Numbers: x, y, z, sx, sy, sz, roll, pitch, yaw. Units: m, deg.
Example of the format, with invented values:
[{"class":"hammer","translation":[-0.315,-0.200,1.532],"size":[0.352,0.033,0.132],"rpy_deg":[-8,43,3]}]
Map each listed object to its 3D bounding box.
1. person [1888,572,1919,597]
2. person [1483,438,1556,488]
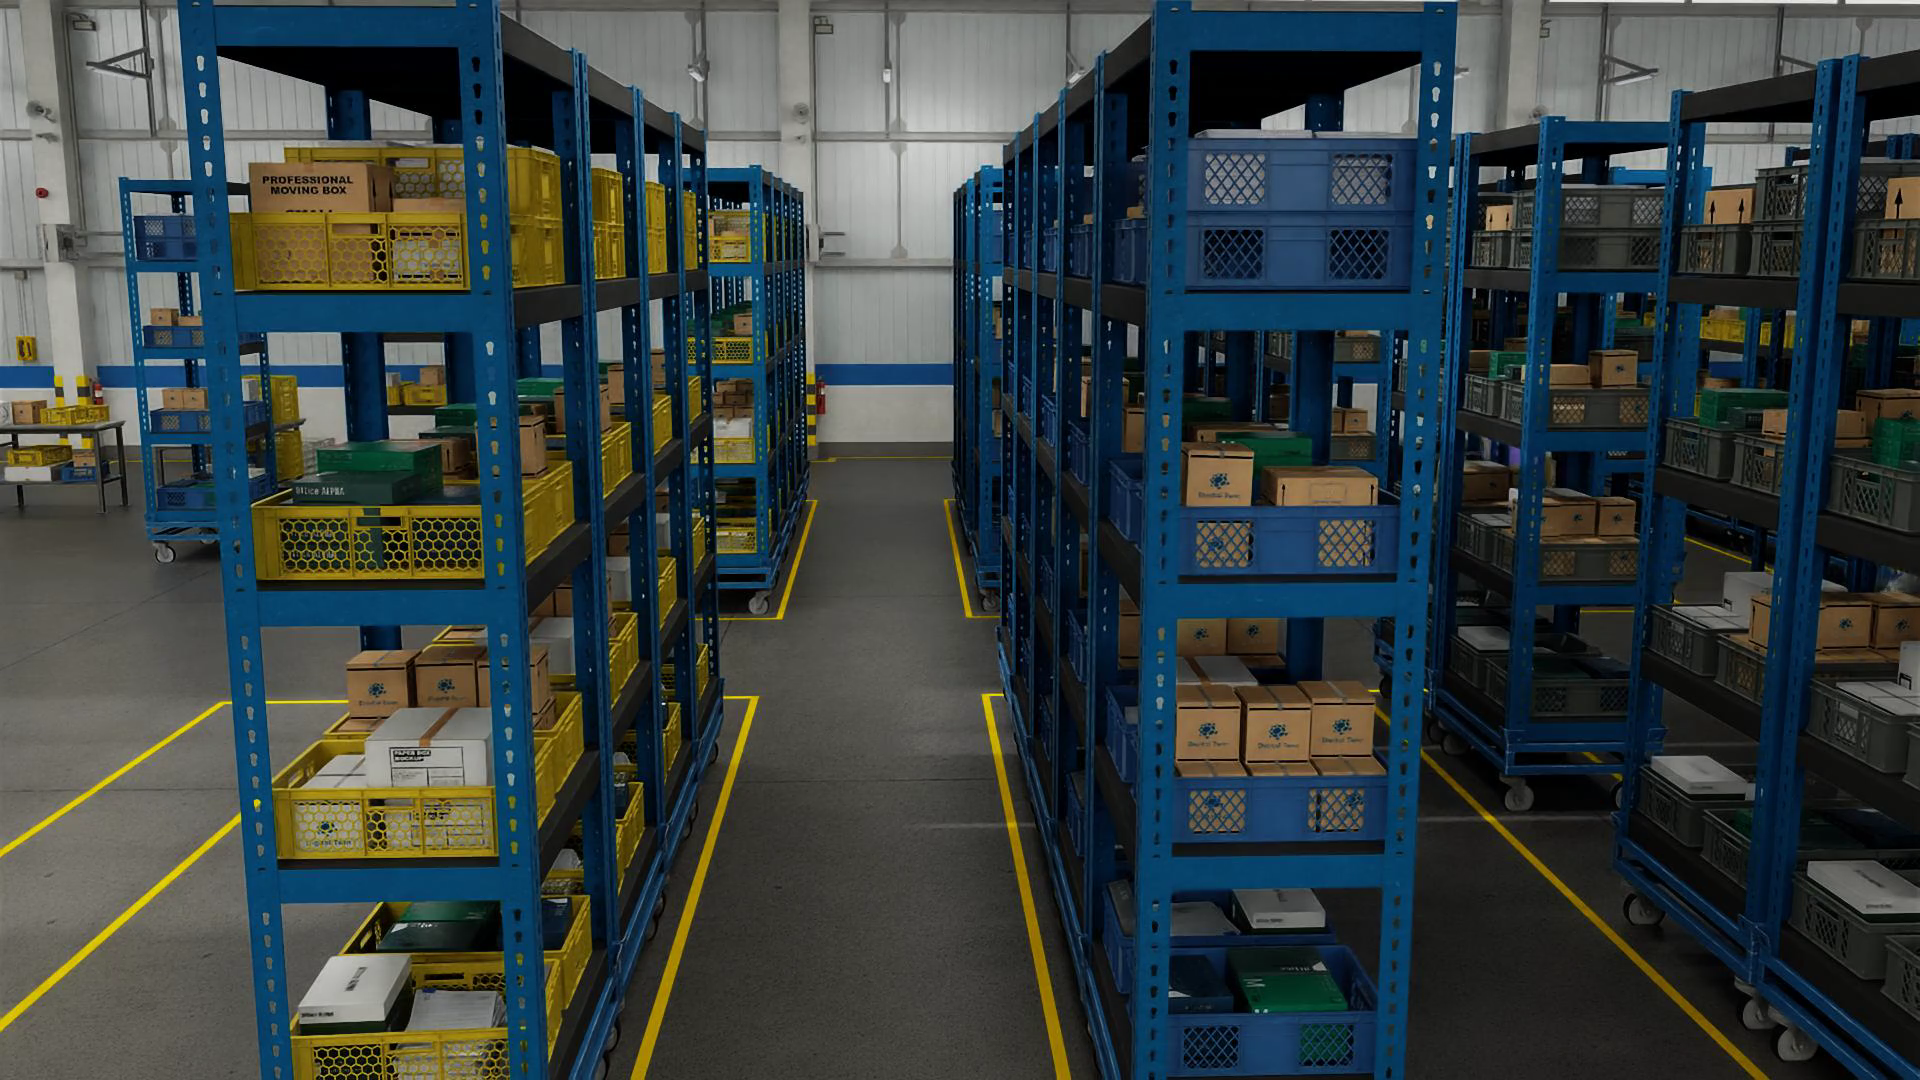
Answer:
[{"class":"person","translation":[7.113,-0.031,12.147],"size":[0.877,1.777,0.608],"rpy_deg":[4,11,21]},{"class":"person","translation":[4.588,-0.326,13.647],"size":[0.570,1.825,0.521],"rpy_deg":[-2,10,-13]}]
